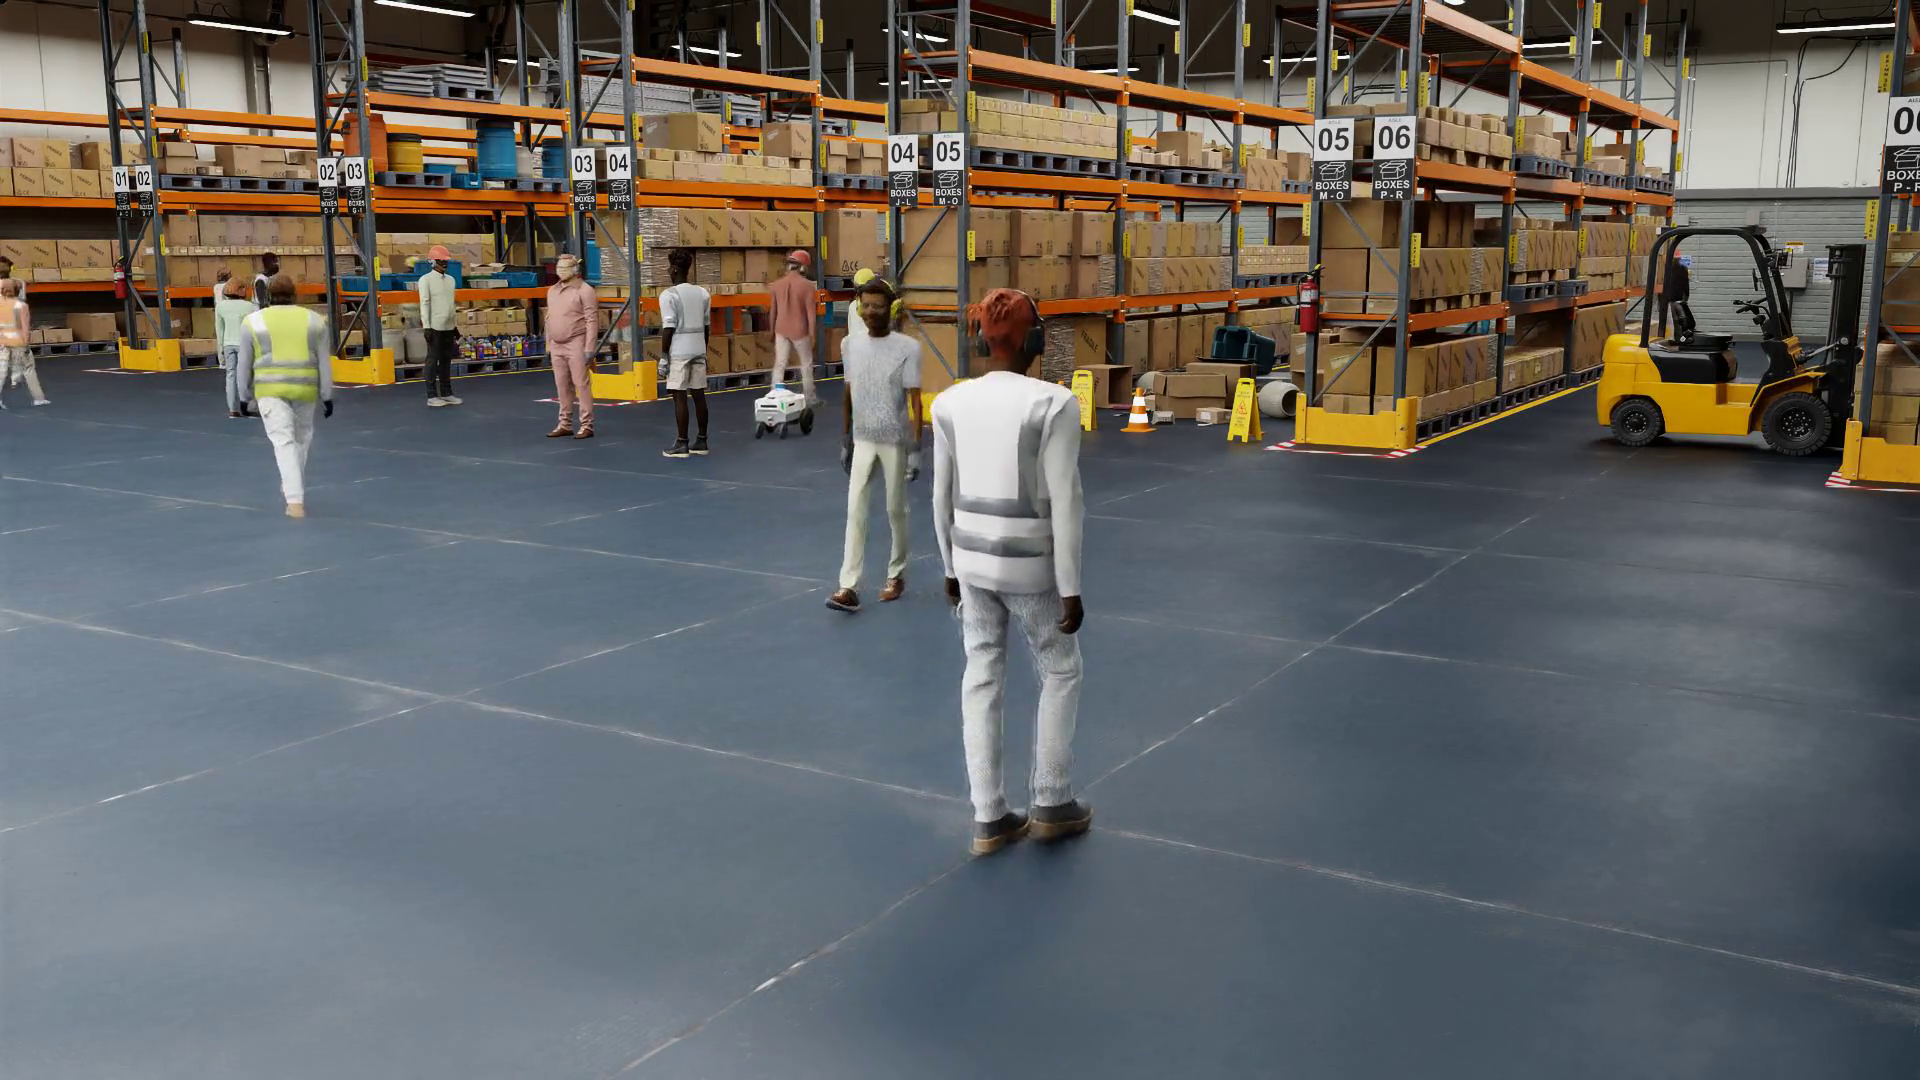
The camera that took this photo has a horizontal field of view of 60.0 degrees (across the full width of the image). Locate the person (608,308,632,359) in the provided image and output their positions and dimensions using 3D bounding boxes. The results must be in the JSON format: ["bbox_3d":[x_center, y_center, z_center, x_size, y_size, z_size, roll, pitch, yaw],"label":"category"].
[{"bbox_3d":[-4.871,-3.116,24.145,0.535,1.685,0.401,4,11,21],"label":"person"}]

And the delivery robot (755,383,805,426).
[{"bbox_3d":[-1.886,-1.409,17.478,0.477,0.478,0.707,3,10,14],"label":"delivery robot"}]

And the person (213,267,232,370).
[{"bbox_3d":[-11.723,-3.524,26.564,0.515,1.636,0.315,8,13,36],"label":"person"}]

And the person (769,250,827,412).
[{"bbox_3d":[-1.936,-2.443,19.662,0.716,1.924,1.012,5,11,25],"label":"person"}]

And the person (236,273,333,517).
[{"bbox_3d":[-5.100,-1.098,12.532,0.650,1.789,0.944,-7,12,-35],"label":"person"}]

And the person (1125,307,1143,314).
[{"bbox_3d":[3.210,-4.550,31.476,0.627,1.935,0.372,6,12,32],"label":"person"}]

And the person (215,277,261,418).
[{"bbox_3d":[-8.355,-2.222,19.274,0.499,1.634,0.285,2,10,10],"label":"person"}]

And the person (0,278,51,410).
[{"bbox_3d":[-11.617,-2.403,20.388,0.520,1.599,0.848,1,10,7],"label":"person"}]

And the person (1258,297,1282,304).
[{"bbox_3d":[6.751,-5.513,36.569,0.983,2.000,0.704,8,13,39],"label":"person"}]

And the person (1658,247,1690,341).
[{"bbox_3d":[13.045,-4.401,30.553,0.635,1.966,0.703,-3,11,-17],"label":"person"}]

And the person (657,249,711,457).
[{"bbox_3d":[-2.620,-1.766,15.787,0.367,1.966,0.604,8,13,36],"label":"person"}]

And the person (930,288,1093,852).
[{"bbox_3d":[0.214,0.094,5.612,0.615,1.872,0.598,6,12,32],"label":"person"}]

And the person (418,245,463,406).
[{"bbox_3d":[-6.481,-2.674,20.790,0.393,1.995,0.612,4,11,23],"label":"person"}]

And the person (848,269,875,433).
[{"bbox_3d":[-0.961,-1.848,16.814,0.310,1.769,0.522,-5,11,-26],"label":"person"}]

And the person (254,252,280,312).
[{"bbox_3d":[-9.488,-3.044,23.159,0.759,1.892,0.609,1,10,3],"label":"person"}]

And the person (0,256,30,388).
[{"bbox_3d":[-13.374,-3.065,23.387,0.537,1.854,0.494,-3,10,-15],"label":"person"}]

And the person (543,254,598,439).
[{"bbox_3d":[-4.062,-1.993,17.260,0.681,1.909,0.400,6,12,29],"label":"person"}]

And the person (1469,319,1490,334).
[{"bbox_3d":[9.008,-4.007,28.726,0.562,1.833,0.418,2,10,11],"label":"person"}]

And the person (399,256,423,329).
[{"bbox_3d":[-8.699,-3.604,26.490,0.615,1.820,0.467,6,12,29],"label":"person"}]

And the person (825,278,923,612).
[{"bbox_3d":[-0.469,-0.505,9.129,0.556,1.817,0.931,3,11,18],"label":"person"}]

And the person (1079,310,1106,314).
[{"bbox_3d":[2.077,-3.764,26.842,0.632,2.009,0.879,5,11,24],"label":"person"}]
